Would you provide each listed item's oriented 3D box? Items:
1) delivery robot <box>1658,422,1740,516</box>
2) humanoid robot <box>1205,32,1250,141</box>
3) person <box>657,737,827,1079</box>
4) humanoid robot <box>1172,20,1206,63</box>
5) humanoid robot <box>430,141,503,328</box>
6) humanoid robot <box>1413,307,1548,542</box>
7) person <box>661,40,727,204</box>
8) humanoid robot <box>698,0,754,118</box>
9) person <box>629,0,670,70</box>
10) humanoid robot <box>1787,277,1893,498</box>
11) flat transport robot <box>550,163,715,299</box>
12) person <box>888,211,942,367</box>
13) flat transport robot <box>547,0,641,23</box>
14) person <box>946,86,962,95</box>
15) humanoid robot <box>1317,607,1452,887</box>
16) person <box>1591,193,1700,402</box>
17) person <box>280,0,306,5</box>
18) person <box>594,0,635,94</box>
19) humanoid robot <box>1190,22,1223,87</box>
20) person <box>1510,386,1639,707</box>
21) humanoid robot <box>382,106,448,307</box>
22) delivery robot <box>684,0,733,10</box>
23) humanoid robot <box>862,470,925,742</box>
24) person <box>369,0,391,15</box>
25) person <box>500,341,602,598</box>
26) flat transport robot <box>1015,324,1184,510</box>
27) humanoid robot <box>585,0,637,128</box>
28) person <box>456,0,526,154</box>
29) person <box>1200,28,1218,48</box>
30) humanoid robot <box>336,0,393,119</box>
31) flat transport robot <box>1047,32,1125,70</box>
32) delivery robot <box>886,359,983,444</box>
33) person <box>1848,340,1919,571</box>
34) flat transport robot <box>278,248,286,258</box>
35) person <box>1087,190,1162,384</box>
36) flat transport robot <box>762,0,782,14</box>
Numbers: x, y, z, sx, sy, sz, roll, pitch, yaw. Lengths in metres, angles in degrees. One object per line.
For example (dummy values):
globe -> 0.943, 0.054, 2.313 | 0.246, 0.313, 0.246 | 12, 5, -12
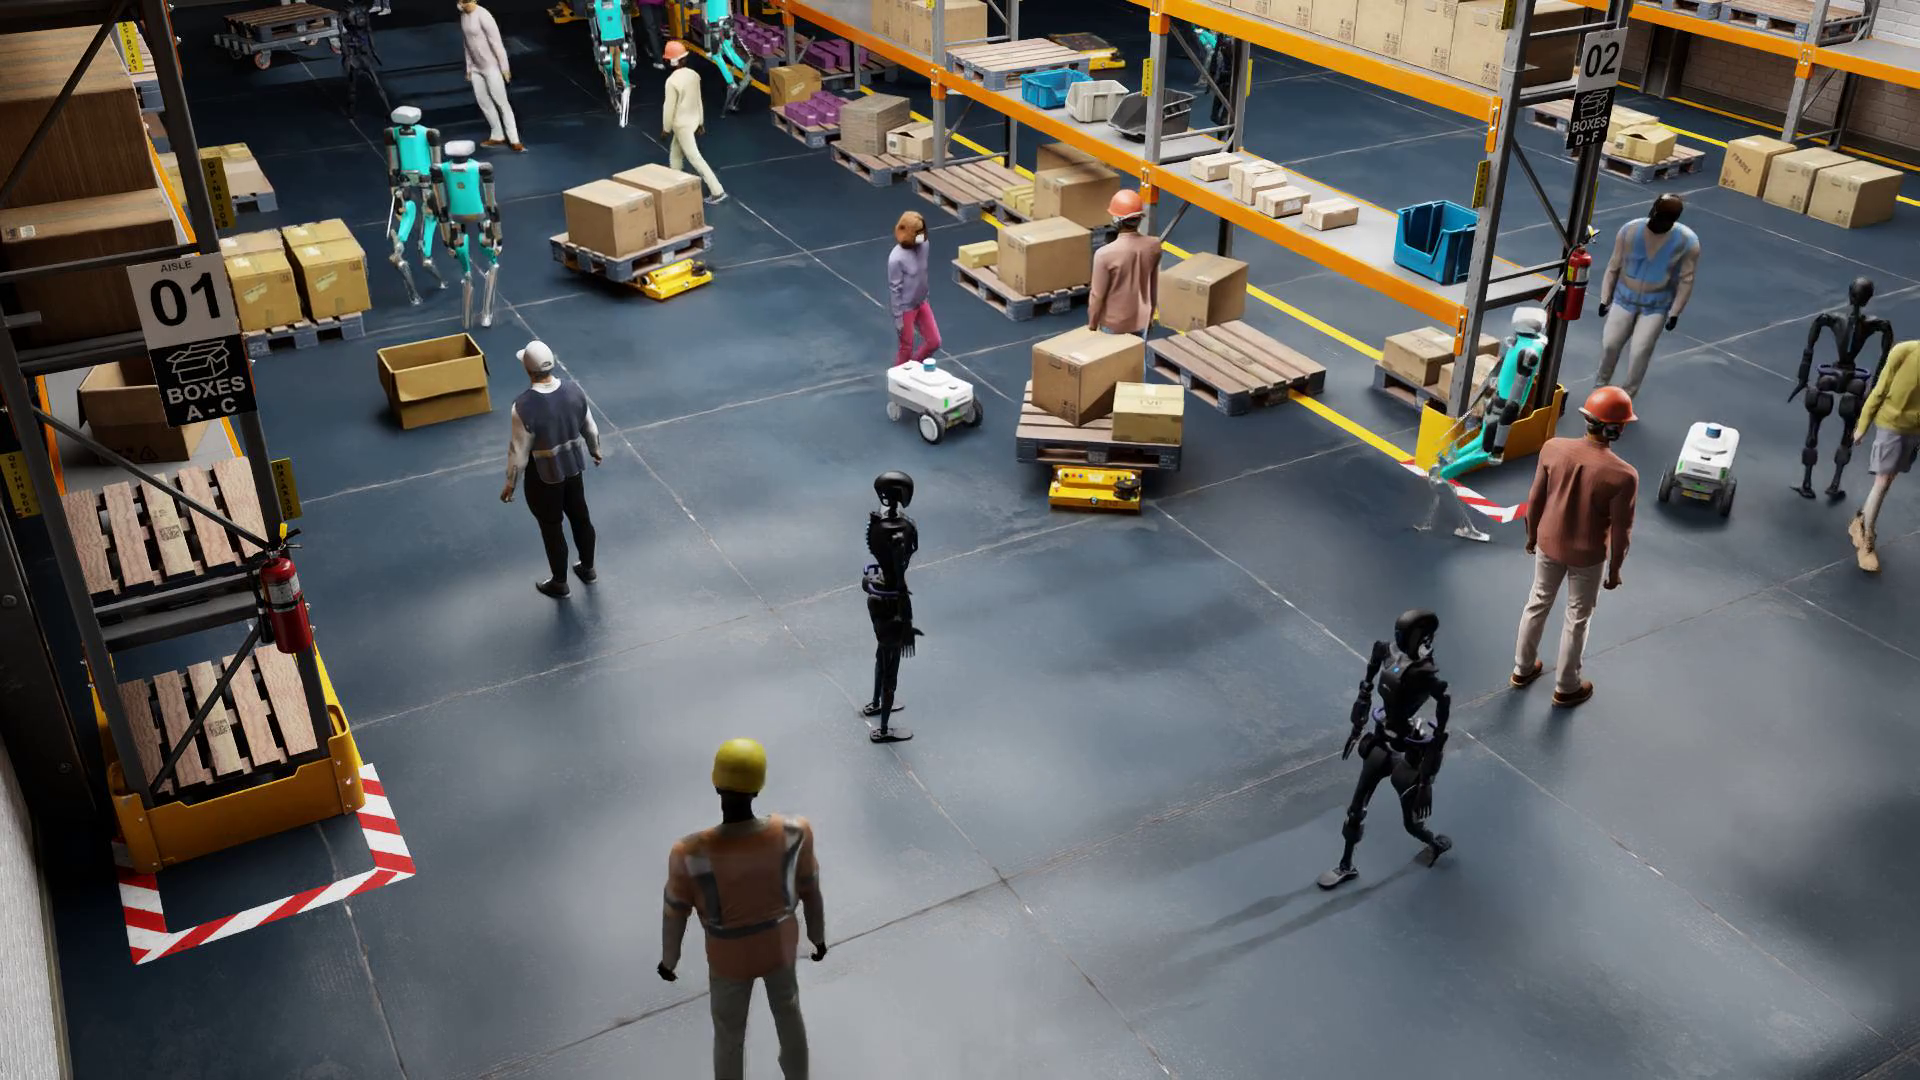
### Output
delivery robot -> 5.416, -0.553, 12.082 | 0.499, 0.592, 0.771 | 15, 33, 25
humanoid robot -> 3.115, -5.294, 19.239 | 0.501, 1.640, 0.610 | -21, 36, -32
person -> -0.899, 1.660, 6.868 | 0.695, 1.913, 0.428 | -12, 32, -19
humanoid robot -> 3.199, -7.436, 22.956 | 0.581, 1.639, 0.602 | 9, 31, 16
humanoid robot -> -4.249, -2.667, 14.648 | 0.544, 1.844, 0.729 | -2, 30, -4
humanoid robot -> 3.436, -0.732, 11.297 | 0.819, 1.846, 0.534 | 8, 31, 14
person -> -2.913, -4.443, 17.698 | 0.893, 1.706, 0.554 | 8, 31, 13
humanoid robot -> -2.816, -6.042, 20.504 | 0.709, 1.844, 0.536 | 20, 35, 31
person -> -4.313, -7.425, 22.791 | 0.515, 1.800, 0.936 | -19, 35, -29
humanoid robot -> 6.274, -1.076, 11.876 | 0.591, 1.654, 0.342 | 12, 32, 20
flat transport robot -> -3.123, -2.651, 16.025 | 1.431, 0.231, 0.659 | 22, 37, 34
person -> -0.359, -1.830, 13.235 | 0.388, 1.618, 0.516 | 20, 35, 31
flat transport robot -> -5.607, -8.191, 25.668 | 1.431, 0.231, 0.659 | -12, 32, -19
person -> -0.062, -6.742, 21.519 | 0.399, 1.899, 0.633 | -10, 31, -17
humanoid robot -> 2.208, 1.038, 8.250 | 0.745, 1.657, 0.601 | -17, 34, -28
person -> 5.366, -1.846, 13.076 | 0.666, 1.818, 0.472 | 20, 35, 31
person -> -9.992, -8.569, 24.746 | 0.627, 1.846, 0.429 | 10, 31, 16
person -> -4.502, -6.725, 21.627 | 0.337, 1.748, 0.574 | 13, 32, 22
humanoid robot -> 3.238, -6.775, 21.770 | 0.706, 1.808, 0.547 | -1, 30, -2
person -> 3.561, 0.037, 9.619 | 0.389, 1.989, 0.615 | -24, 38, -35
humanoid robot -> -5.013, -2.981, 15.175 | 0.544, 1.785, 0.830 | 4, 30, 6
delivery robot -> -3.895, -8.338, 25.655 | 0.809, 0.612, 0.499 | -18, 35, -29
humanoid robot -> -0.393, 0.346, 9.389 | 0.330, 1.651, 0.603 | -6, 30, -10
person -> -9.058, -8.936, 25.591 | 0.499, 1.635, 0.289 | 20, 36, 31
person -> -2.612, -0.453, 10.700 | 0.431, 1.757, 0.769 | 23, 37, 34
flat transport robot -> 1.055, -0.653, 12.546 | 0.659, 0.231, 1.431 | 4, 30, 7
humanoid robot -> -4.234, -5.961, 20.348 | 0.563, 1.780, 0.982 | -6, 30, -10
person -> -5.437, -5.433, 19.250 | 0.800, 1.898, 0.387 | 24, 38, 35
person -> 3.668, -7.846, 23.478 | 0.886, 1.851, 0.594 | 23, 37, 35
humanoid robot -> -7.349, -5.960, 20.404 | 0.773, 1.622, 0.590 | 12, 32, 20
flat transport robot -> 1.744, -6.881, 23.389 | 0.659, 0.231, 1.431 | -9, 31, -16
delivery robot -> -0.240, -1.141, 13.100 | 0.764, 0.586, 0.499 | 26, 39, 38
person -> 6.276, -0.682, 11.003 | 0.517, 1.855, 0.805 | 4, 30, 7
flat transport robot -> -6.538, -2.568, 15.880 | 1.431, 0.231, 0.659 | -12, 32, -21
person -> 1.227, -1.672, 12.599 | 0.615, 1.991, 0.398 | -18, 35, -29
flat transport robot -> -2.381, -8.404, 26.039 | 1.431, 0.231, 0.659 | -3, 30, -5
